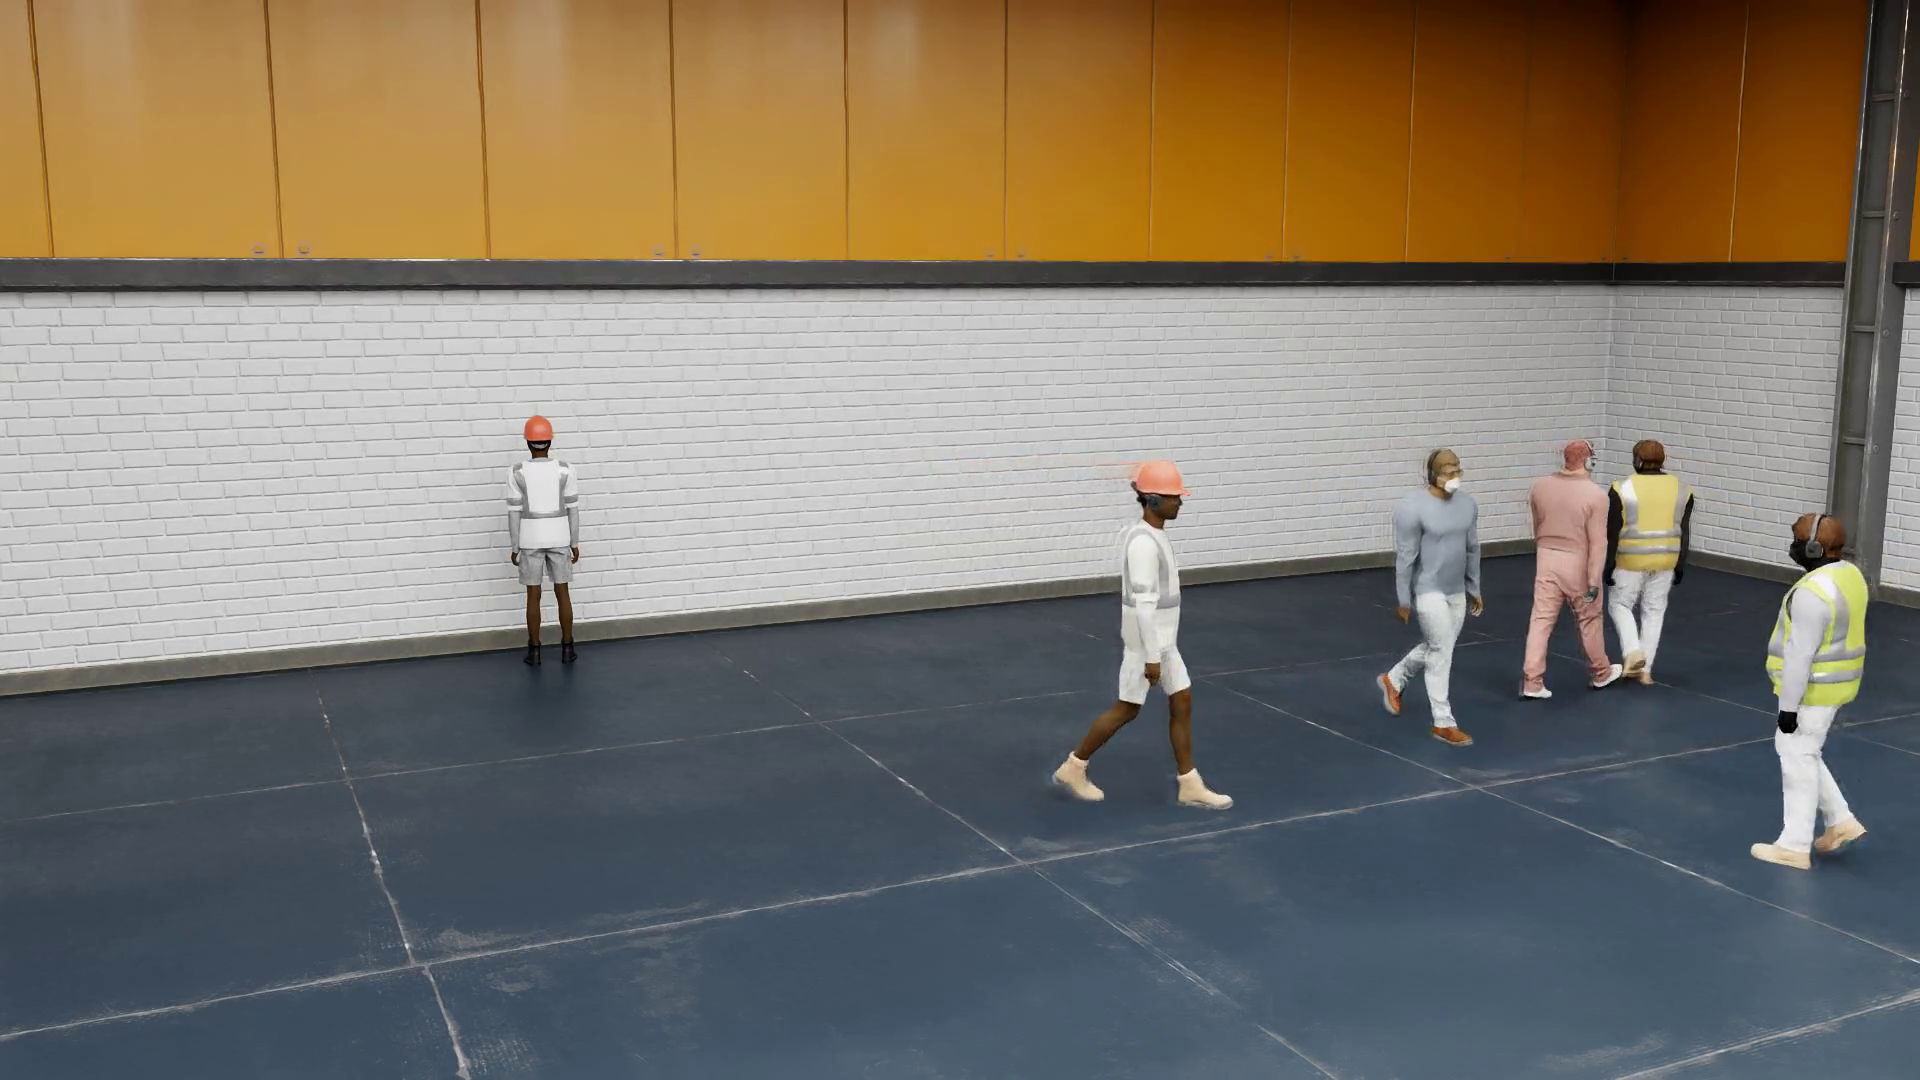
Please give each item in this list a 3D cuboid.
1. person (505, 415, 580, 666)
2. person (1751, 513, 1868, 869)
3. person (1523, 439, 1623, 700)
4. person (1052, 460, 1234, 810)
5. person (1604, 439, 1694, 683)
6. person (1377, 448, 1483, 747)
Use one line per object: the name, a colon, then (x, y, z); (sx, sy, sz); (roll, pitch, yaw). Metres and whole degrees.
person: (-3.211, 0.006, 12.840); (0.544, 1.943, 0.347); (-3, 10, -19)
person: (4.309, 0.775, 8.432); (0.434, 1.831, 0.638); (9, 13, 44)
person: (4.383, 0.205, 11.878); (1.007, 1.849, 0.641); (-7, 12, -38)
person: (1.008, 0.536, 9.376); (1.010, 2.008, 0.619); (2, 9, 15)
person: (5.020, 0.174, 12.172); (0.634, 1.827, 0.516); (0, 9, 3)
person: (3.072, 0.332, 10.916); (0.631, 1.917, 0.875); (-6, 11, -31)
